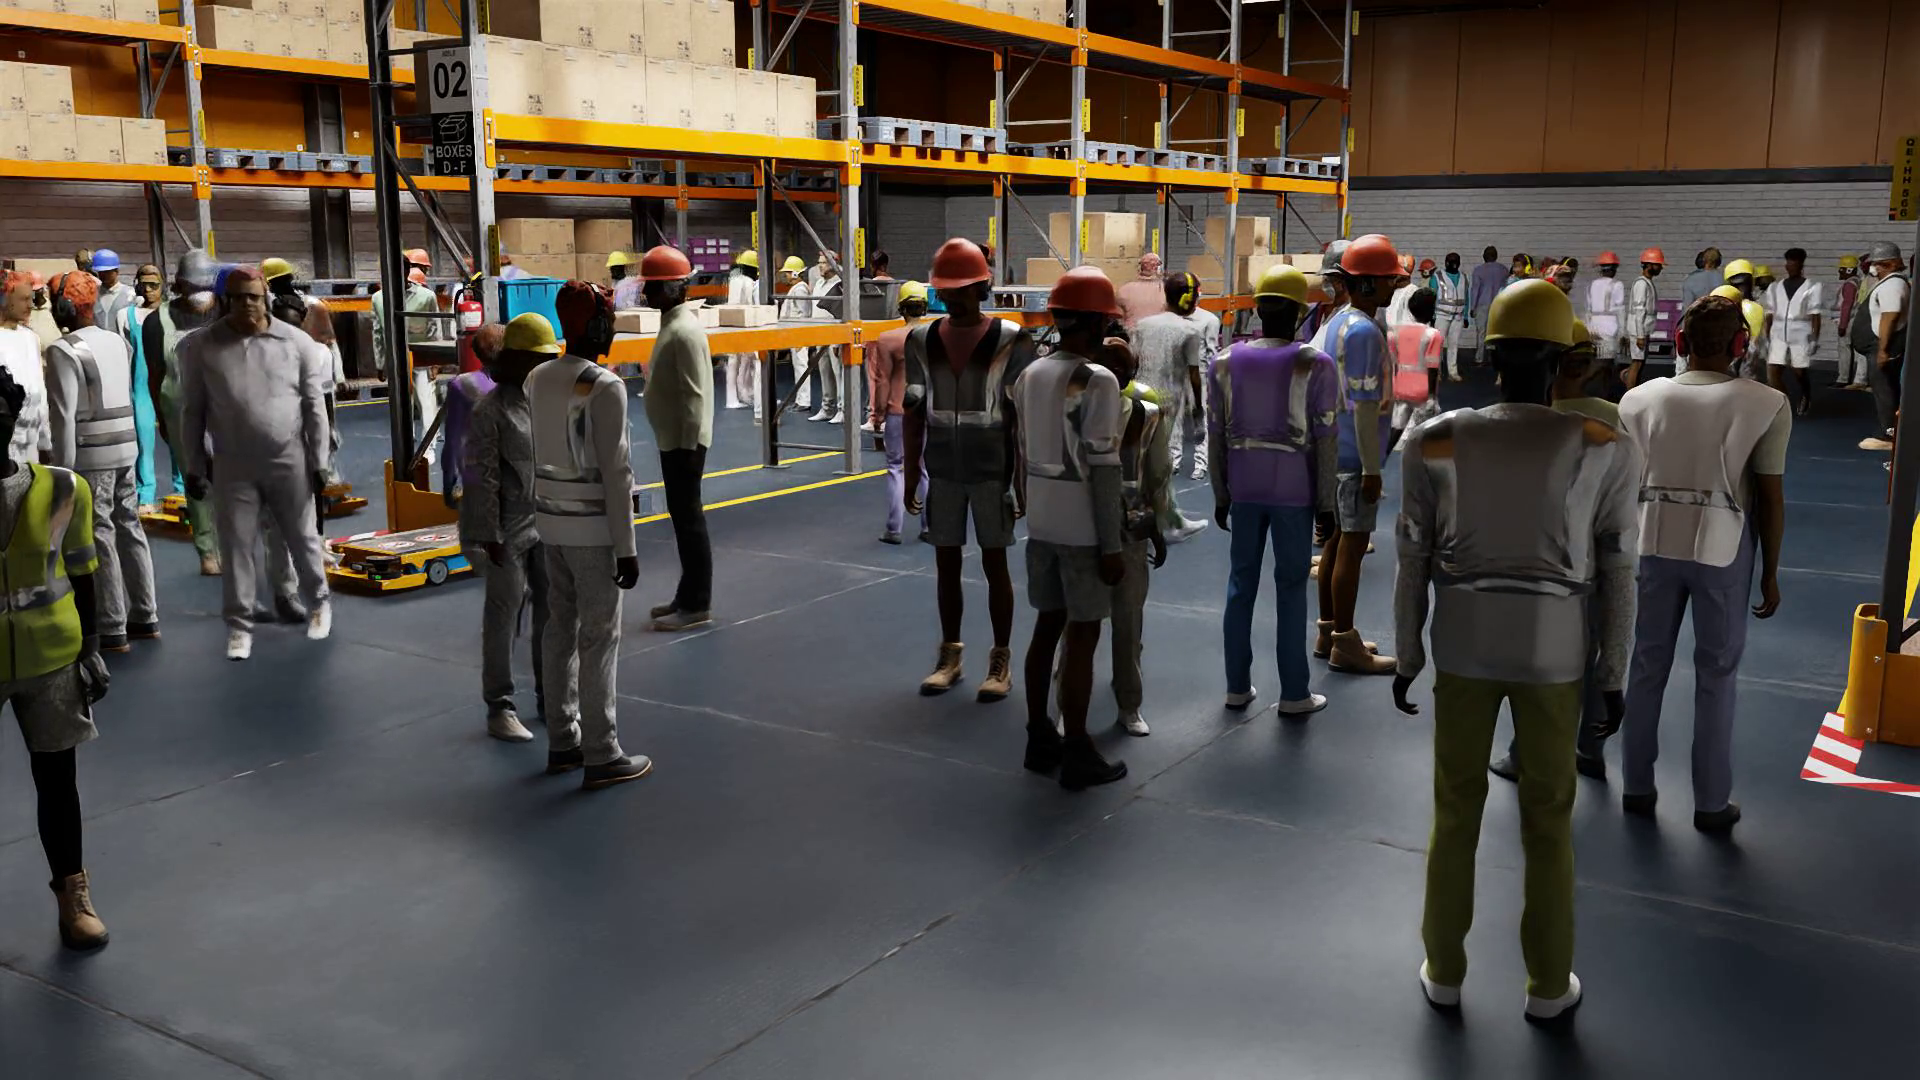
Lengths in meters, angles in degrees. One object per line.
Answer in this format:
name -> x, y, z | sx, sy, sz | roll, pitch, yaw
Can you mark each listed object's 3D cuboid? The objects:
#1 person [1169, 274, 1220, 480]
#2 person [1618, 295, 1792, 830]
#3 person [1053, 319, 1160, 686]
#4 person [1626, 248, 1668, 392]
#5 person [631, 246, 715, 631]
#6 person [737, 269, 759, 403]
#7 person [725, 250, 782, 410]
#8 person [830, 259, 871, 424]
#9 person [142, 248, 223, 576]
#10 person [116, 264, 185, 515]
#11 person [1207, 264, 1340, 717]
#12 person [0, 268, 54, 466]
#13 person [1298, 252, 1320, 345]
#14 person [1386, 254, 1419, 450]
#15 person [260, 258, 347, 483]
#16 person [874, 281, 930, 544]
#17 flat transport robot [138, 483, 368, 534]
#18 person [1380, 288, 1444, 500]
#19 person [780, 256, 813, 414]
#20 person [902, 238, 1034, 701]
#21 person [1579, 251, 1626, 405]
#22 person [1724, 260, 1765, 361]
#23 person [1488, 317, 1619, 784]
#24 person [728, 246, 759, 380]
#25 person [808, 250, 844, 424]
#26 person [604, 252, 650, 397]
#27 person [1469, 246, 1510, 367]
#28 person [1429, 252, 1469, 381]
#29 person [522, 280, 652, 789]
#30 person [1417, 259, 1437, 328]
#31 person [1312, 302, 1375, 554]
person -> 1.915, -1.383, 14.119 | 0.566, 1.744, 0.350 | 7, 12, 33
person -> 2.527, 0.083, 5.746 | 0.559, 1.836, 0.394 | 9, 14, 41
person -> 0.658, -0.174, 7.587 | 0.539, 1.688, 0.320 | 6, 12, 30
person -> 8.021, -2.442, 19.477 | 0.390, 1.930, 0.543 | 6, 12, 29
person -> -1.483, -0.524, 8.670 | 0.401, 1.990, 0.623 | -3, 11, -17
person -> -2.612, -2.591, 20.780 | 0.337, 1.757, 0.518 | 4, 11, 22
person -> -2.506, -2.517, 19.972 | 0.832, 1.888, 0.619 | -9, 14, -41
person -> -1.123, -2.184, 18.106 | 0.599, 1.909, 0.401 | -5, 11, -25
person -> -4.679, -0.853, 10.356 | 0.686, 2.000, 0.955 | -5, 11, -26
person -> -5.851, -1.077, 12.136 | 0.507, 1.847, 0.343 | -4, 11, -23
person -> 1.338, -0.206, 7.104 | 0.585, 1.921, 0.373 | 7, 12, 33
person -> -5.167, -0.532, 9.051 | 0.427, 1.867, 0.606 | 1, 10, 6
person -> 5.443, -3.576, 26.009 | 0.351, 1.839, 0.506 | 7, 13, 35
person -> 4.281, -1.809, 16.086 | 0.342, 1.882, 0.579 | -1, 10, -3
person -> -5.276, -1.310, 13.324 | 0.601, 1.878, 0.573 | 4, 11, 20
person -> -0.321, -0.845, 11.118 | 0.529, 1.753, 0.340 | -4, 11, -23
flat transport robot -> -5.084, -0.264, 11.999 | 0.652, 0.197, 1.431 | 7, 12, 33
person -> 3.519, -1.130, 12.959 | 0.870, 1.659, 0.539 | -6, 12, -30
person -> -1.906, -2.391, 19.457 | 0.403, 1.832, 0.593 | -2, 10, -8
person -> 0.020, -0.300, 7.342 | 0.611, 2.030, 0.410 | 4, 11, 19
person -> 7.703, -2.523, 20.017 | 0.830, 1.907, 0.553 | -3, 11, -18
person -> 5.742, -1.130, 12.354 | 0.481, 1.876, 0.730 | -2, 10, -8
person -> 2.214, 0.040, 6.207 | 0.531, 1.760, 0.338 | -3, 11, -15
person -> -2.975, -3.134, 23.278 | 0.635, 1.937, 0.354 | 6, 12, 29
person -> -1.435, -2.240, 18.411 | 0.400, 1.910, 0.643 | -8, 13, -38
person -> -4.337, -2.735, 21.287 | 0.593, 1.862, 1.023 | 10, 14, 44
person -> 8.424, -3.710, 26.498 | 0.627, 1.933, 0.367 | -2, 10, -12
person -> 7.049, -3.206, 23.946 | 0.621, 1.845, 0.429 | -2, 10, -12
person -> -1.392, -0.017, 6.182 | 0.351, 1.880, 0.576 | -10, 14, -44
person -> 7.030, -3.349, 25.032 | 0.376, 1.738, 0.566 | 9, 14, 41
person -> 2.492, -0.751, 10.806 | 0.321, 1.674, 0.537 | -5, 11, -24
